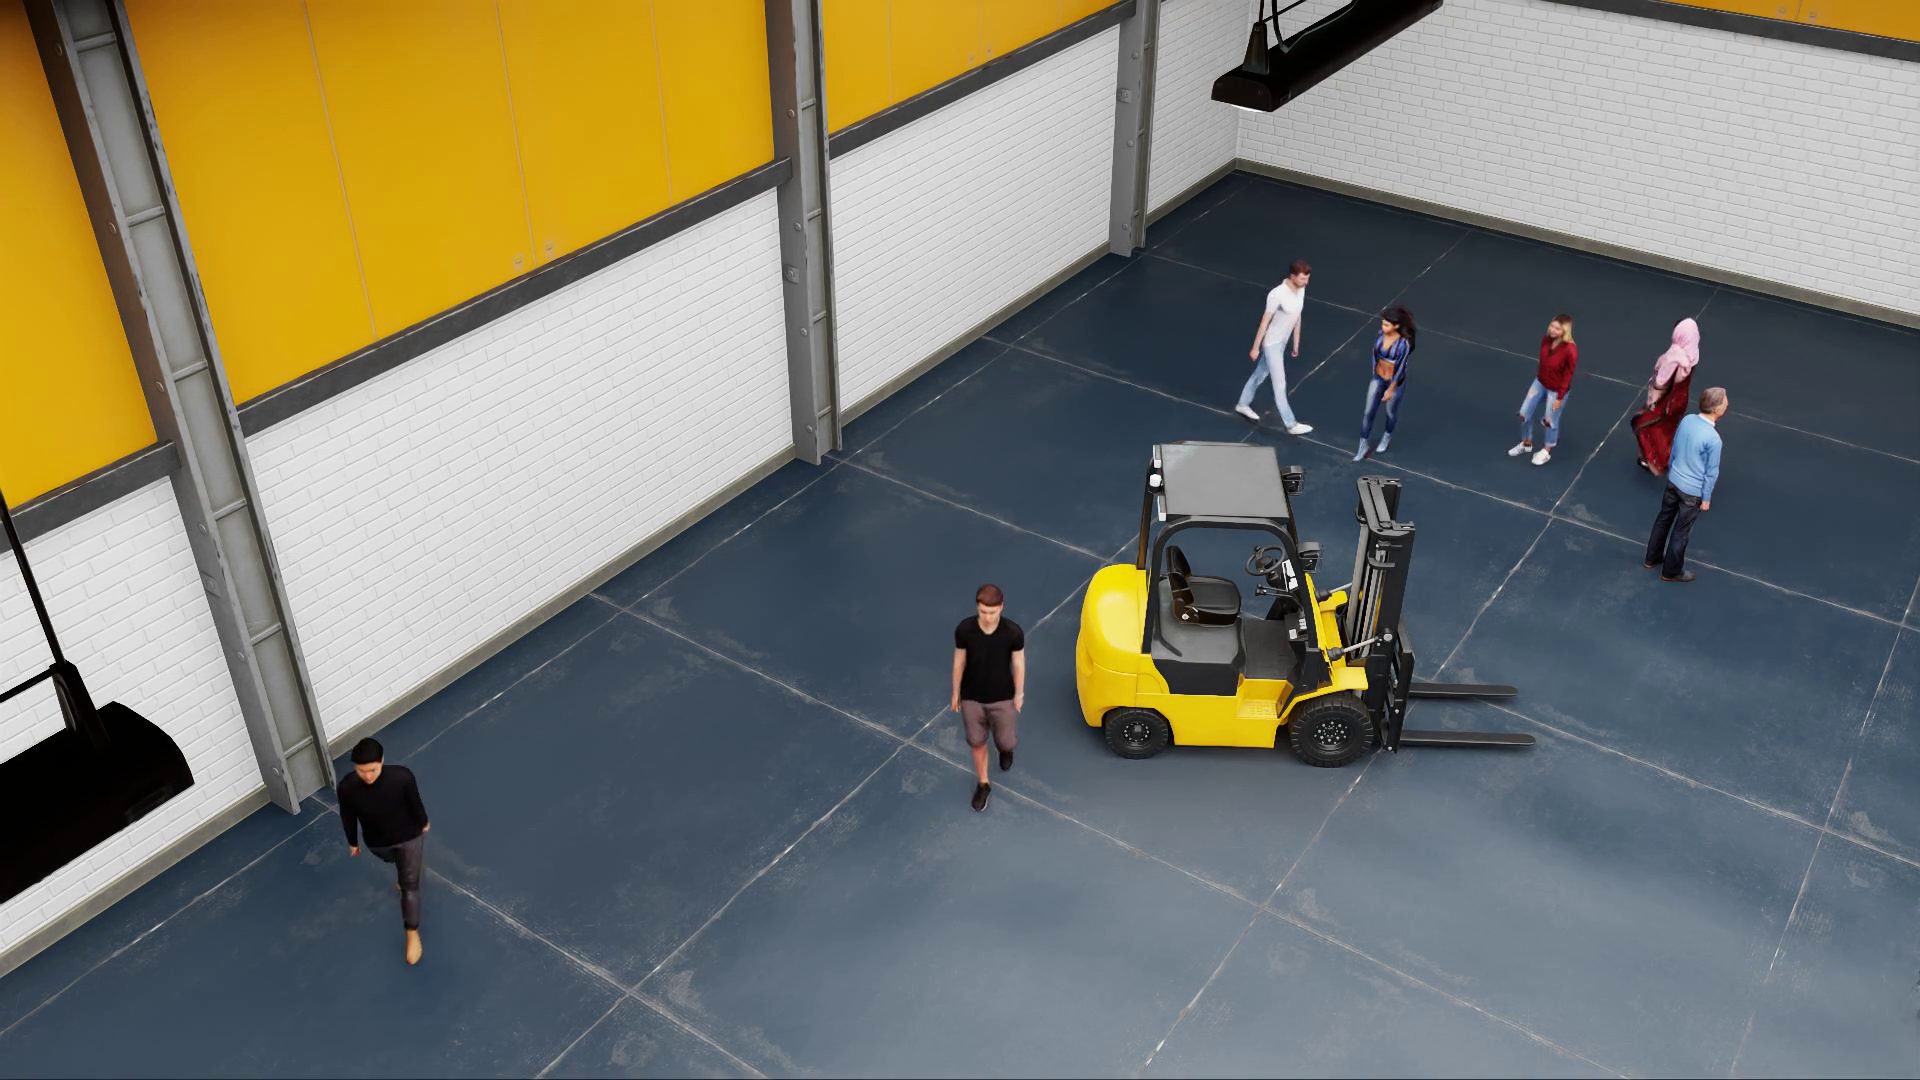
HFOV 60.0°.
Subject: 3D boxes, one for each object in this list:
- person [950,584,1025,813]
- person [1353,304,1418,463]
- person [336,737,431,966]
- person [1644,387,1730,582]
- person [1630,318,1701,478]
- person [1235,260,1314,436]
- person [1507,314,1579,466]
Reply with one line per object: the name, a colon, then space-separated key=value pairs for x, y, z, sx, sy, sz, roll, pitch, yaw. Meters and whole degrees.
person: x=0.216 y=1.033 z=11.831 sx=0.897 sy=1.850 sz=1.024 roll=5 pitch=34 yaw=8
person: x=4.140 y=-1.524 z=15.903 sx=0.669 sy=1.600 sz=0.838 roll=28 pitch=43 yaw=35
person: x=-3.682 y=1.830 z=10.792 sx=1.169 sy=1.672 sz=1.255 roll=-3 pitch=34 yaw=-4
person: x=6.204 y=-0.495 z=14.158 sx=0.782 sy=1.818 sz=0.748 roll=-9 pitch=35 yaw=-13
person: x=6.662 y=-1.286 z=15.523 sx=0.765 sy=1.625 sz=0.836 roll=-17 pitch=37 yaw=-24
person: x=3.018 y=-1.946 z=16.365 sx=0.832 sy=1.792 sz=1.123 roll=28 pitch=43 yaw=35
person: x=5.644 y=-1.440 z=15.767 sx=0.744 sy=1.612 sz=0.714 roll=-17 pitch=37 yaw=-23
